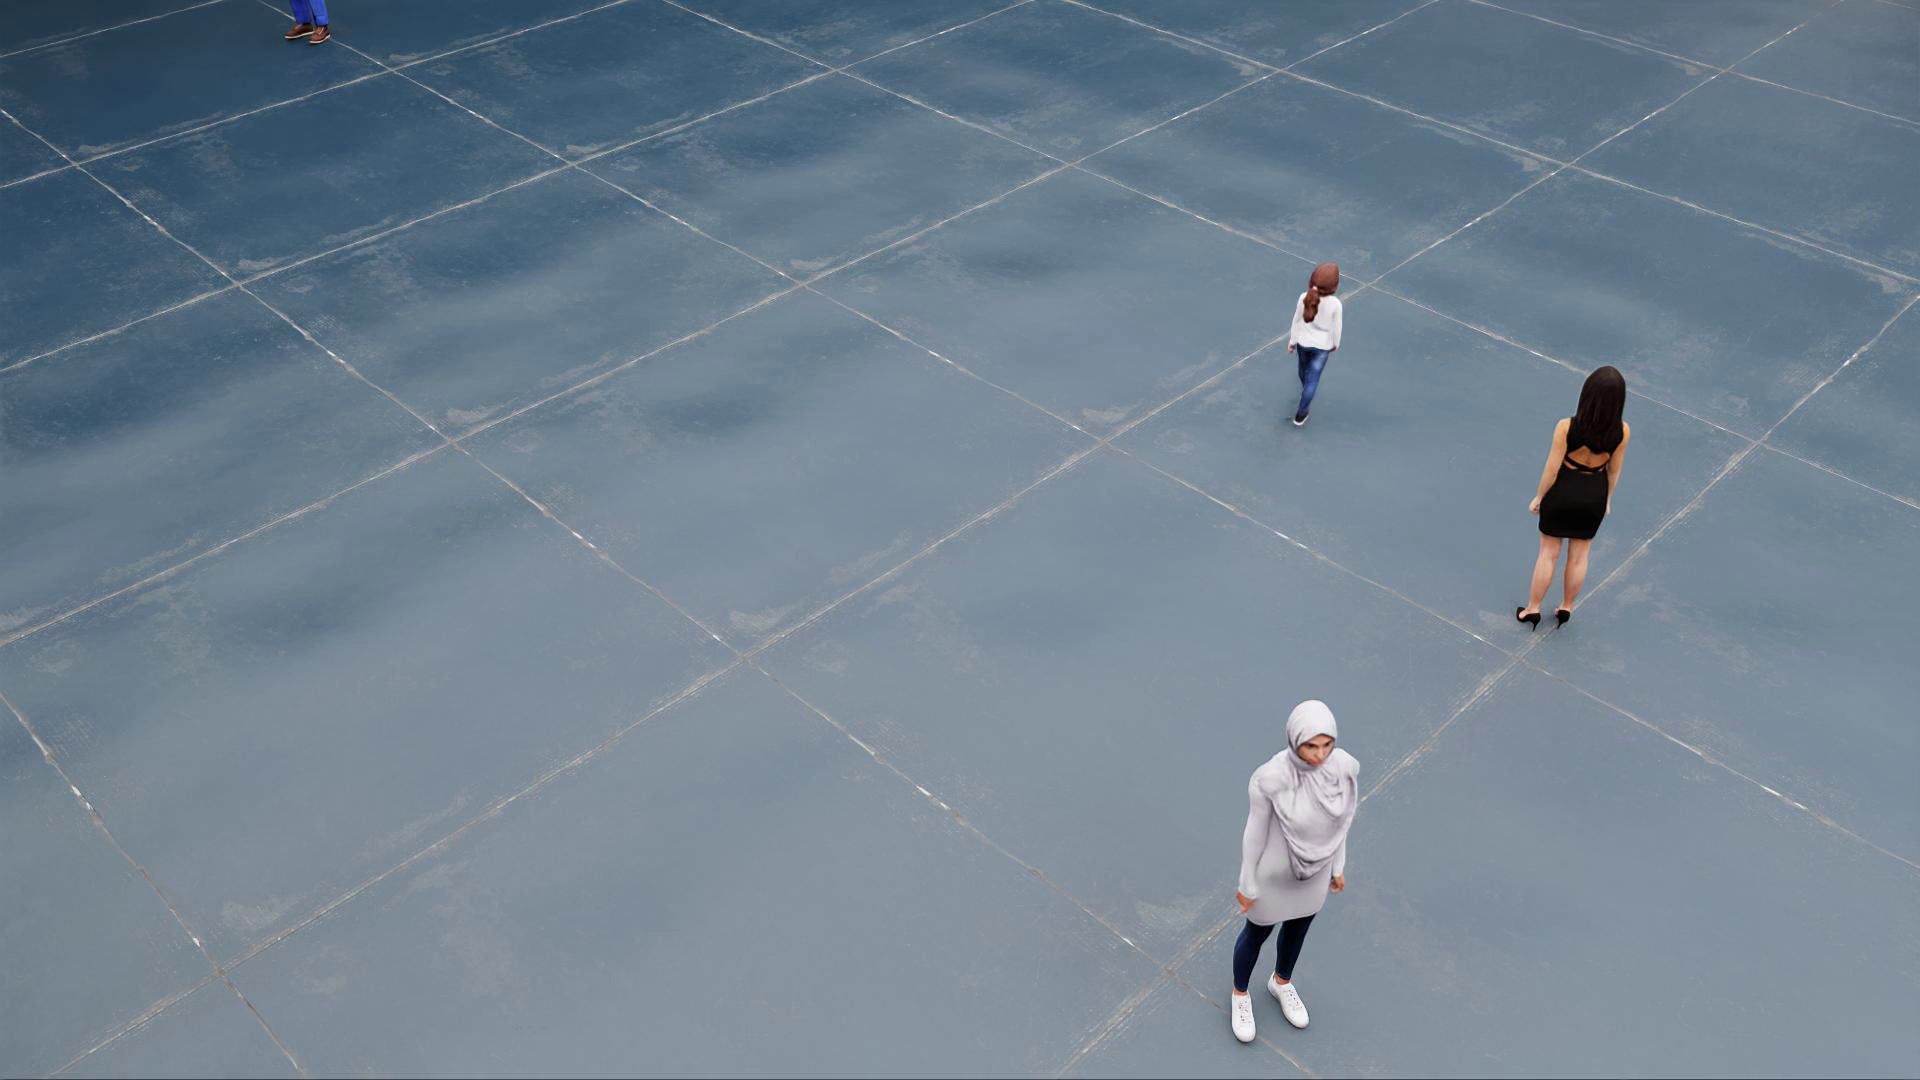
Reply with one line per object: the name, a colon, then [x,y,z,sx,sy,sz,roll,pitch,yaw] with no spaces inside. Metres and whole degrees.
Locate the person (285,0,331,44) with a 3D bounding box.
person: [-6.438,-5.743,15.979,0.769,1.864,0.727,17,40,21]

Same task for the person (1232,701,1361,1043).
person: [1.336,1.337,6.740,0.633,1.775,0.751,-9,38,-12]

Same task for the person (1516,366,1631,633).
person: [3.274,-0.195,8.859,0.626,1.650,0.666,3,37,4]

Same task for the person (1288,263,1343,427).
person: [2.267,-1.247,10.708,0.588,1.087,0.808,17,41,22]
